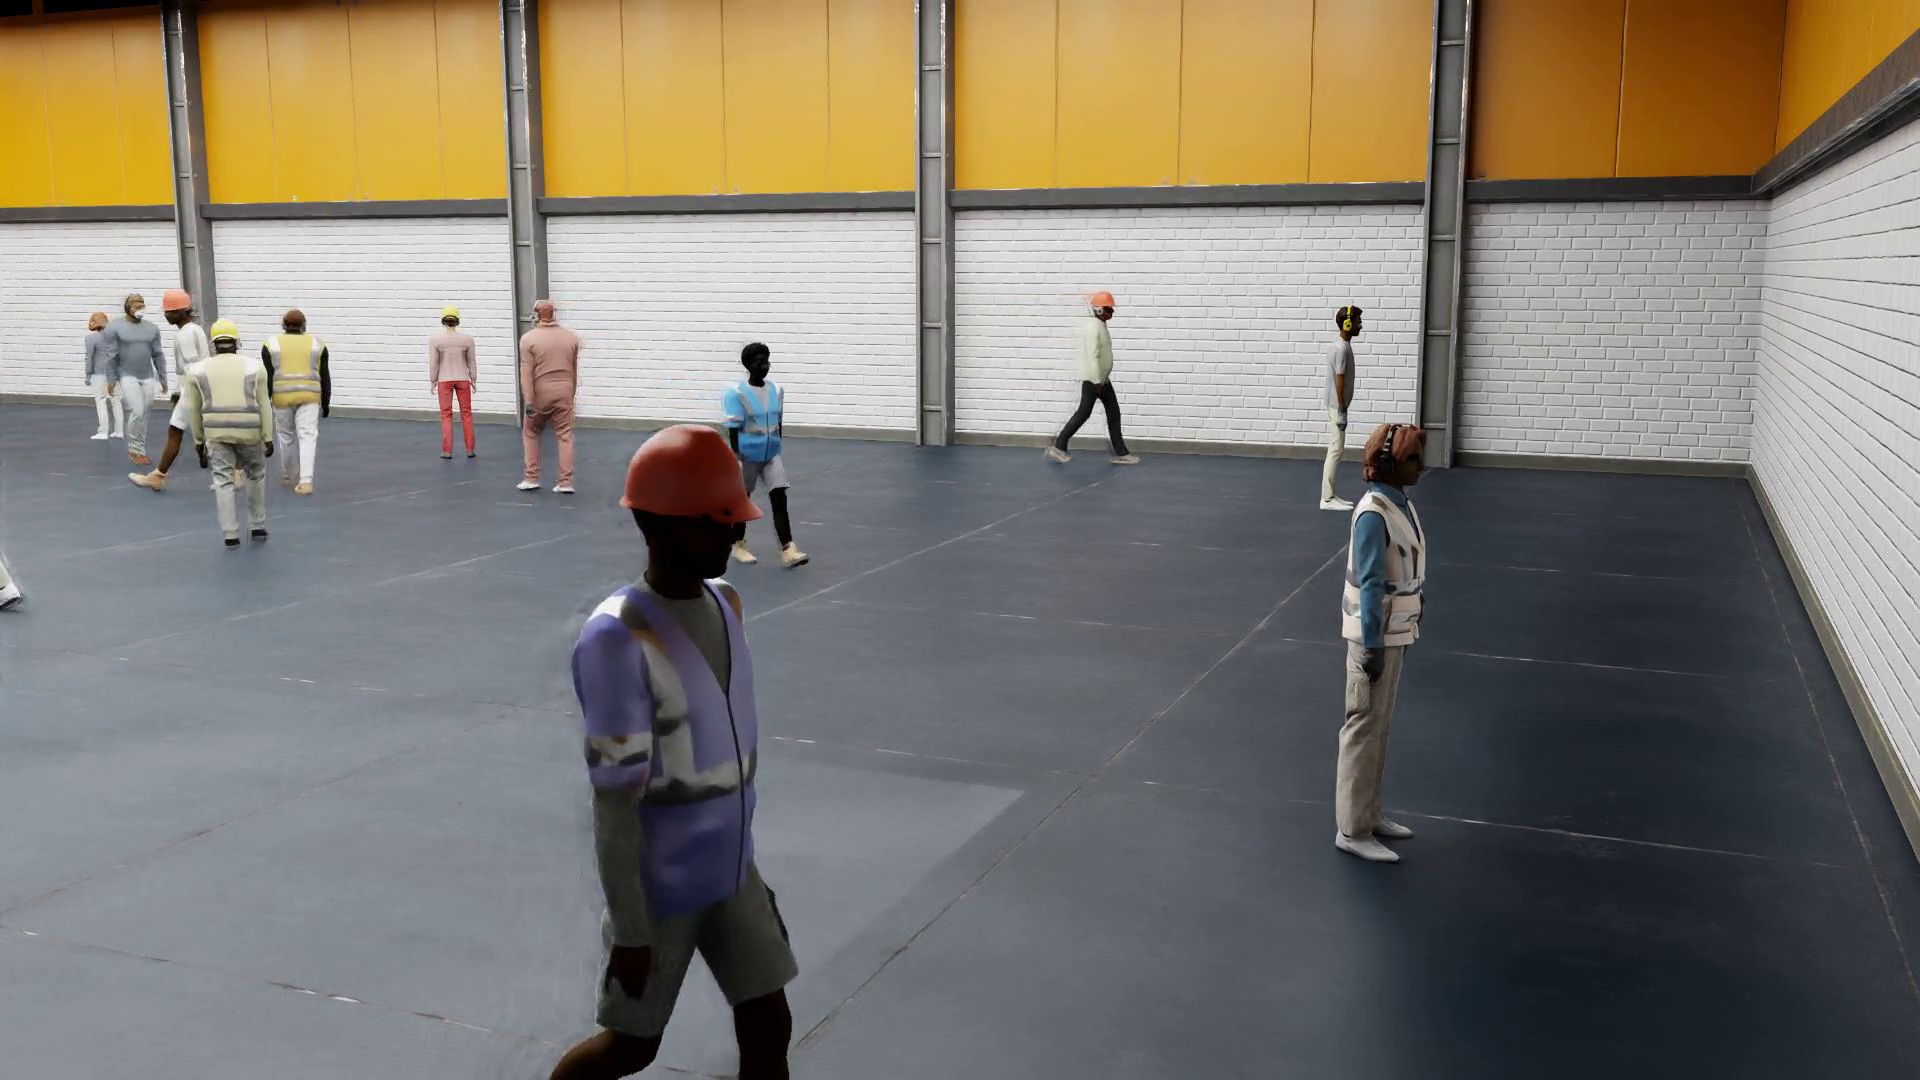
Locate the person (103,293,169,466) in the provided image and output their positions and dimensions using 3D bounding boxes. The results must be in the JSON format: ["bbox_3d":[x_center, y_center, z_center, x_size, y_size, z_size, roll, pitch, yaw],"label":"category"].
[{"bbox_3d":[-9.065,-1.763,18.394,0.624,1.914,0.648,6,11,32],"label":"person"}]

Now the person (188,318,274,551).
[{"bbox_3d":[-5.739,-0.840,13.153,0.610,1.802,0.717,-3,10,-16],"label":"person"}]

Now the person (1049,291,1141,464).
[{"bbox_3d":[1.486,-1.815,18.645,1.018,1.952,0.641,3,10,20],"label":"person"}]

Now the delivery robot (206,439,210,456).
[{"bbox_3d":[-8.197,-1.149,18.511,0.477,0.478,0.707,-4,10,-21],"label":"delivery robot"}]

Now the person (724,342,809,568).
[{"bbox_3d":[-1.436,-0.603,12.137,0.546,1.649,0.852,-8,12,-39],"label":"person"}]

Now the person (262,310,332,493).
[{"bbox_3d":[-6.547,-1.369,16.413,0.653,1.782,0.985,-4,10,-23],"label":"person"}]

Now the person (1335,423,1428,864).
[{"bbox_3d":[1.593,0.375,6.282,0.310,1.638,0.523,4,10,24],"label":"person"}]

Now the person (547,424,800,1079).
[{"bbox_3d":[-0.658,0.688,3.612,0.939,1.903,0.556,4,10,25],"label":"person"}]

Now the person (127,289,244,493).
[{"bbox_3d":[-7.557,-1.431,16.179,1.065,1.973,0.624,-1,9,-7],"label":"person"}]

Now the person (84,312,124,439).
[{"bbox_3d":[-10.981,-2.105,21.350,0.275,1.630,0.503,4,10,22],"label":"person"}]

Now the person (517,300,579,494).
[{"bbox_3d":[-4.055,-1.398,16.285,0.659,1.881,0.751,-8,12,-39],"label":"person"}]

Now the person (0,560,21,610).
[{"bbox_3d":[-6.525,-0.423,10.611,1.017,1.823,0.525,1,9,6],"label":"person"}]

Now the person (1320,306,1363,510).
[{"bbox_3d":[3.472,-1.195,15.143,0.324,1.862,0.511,2,10,10],"label":"person"}]

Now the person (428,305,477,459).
[{"bbox_3d":[-5.842,-1.815,19.172,0.534,1.767,0.320,-5,10,-26],"label":"person"}]
